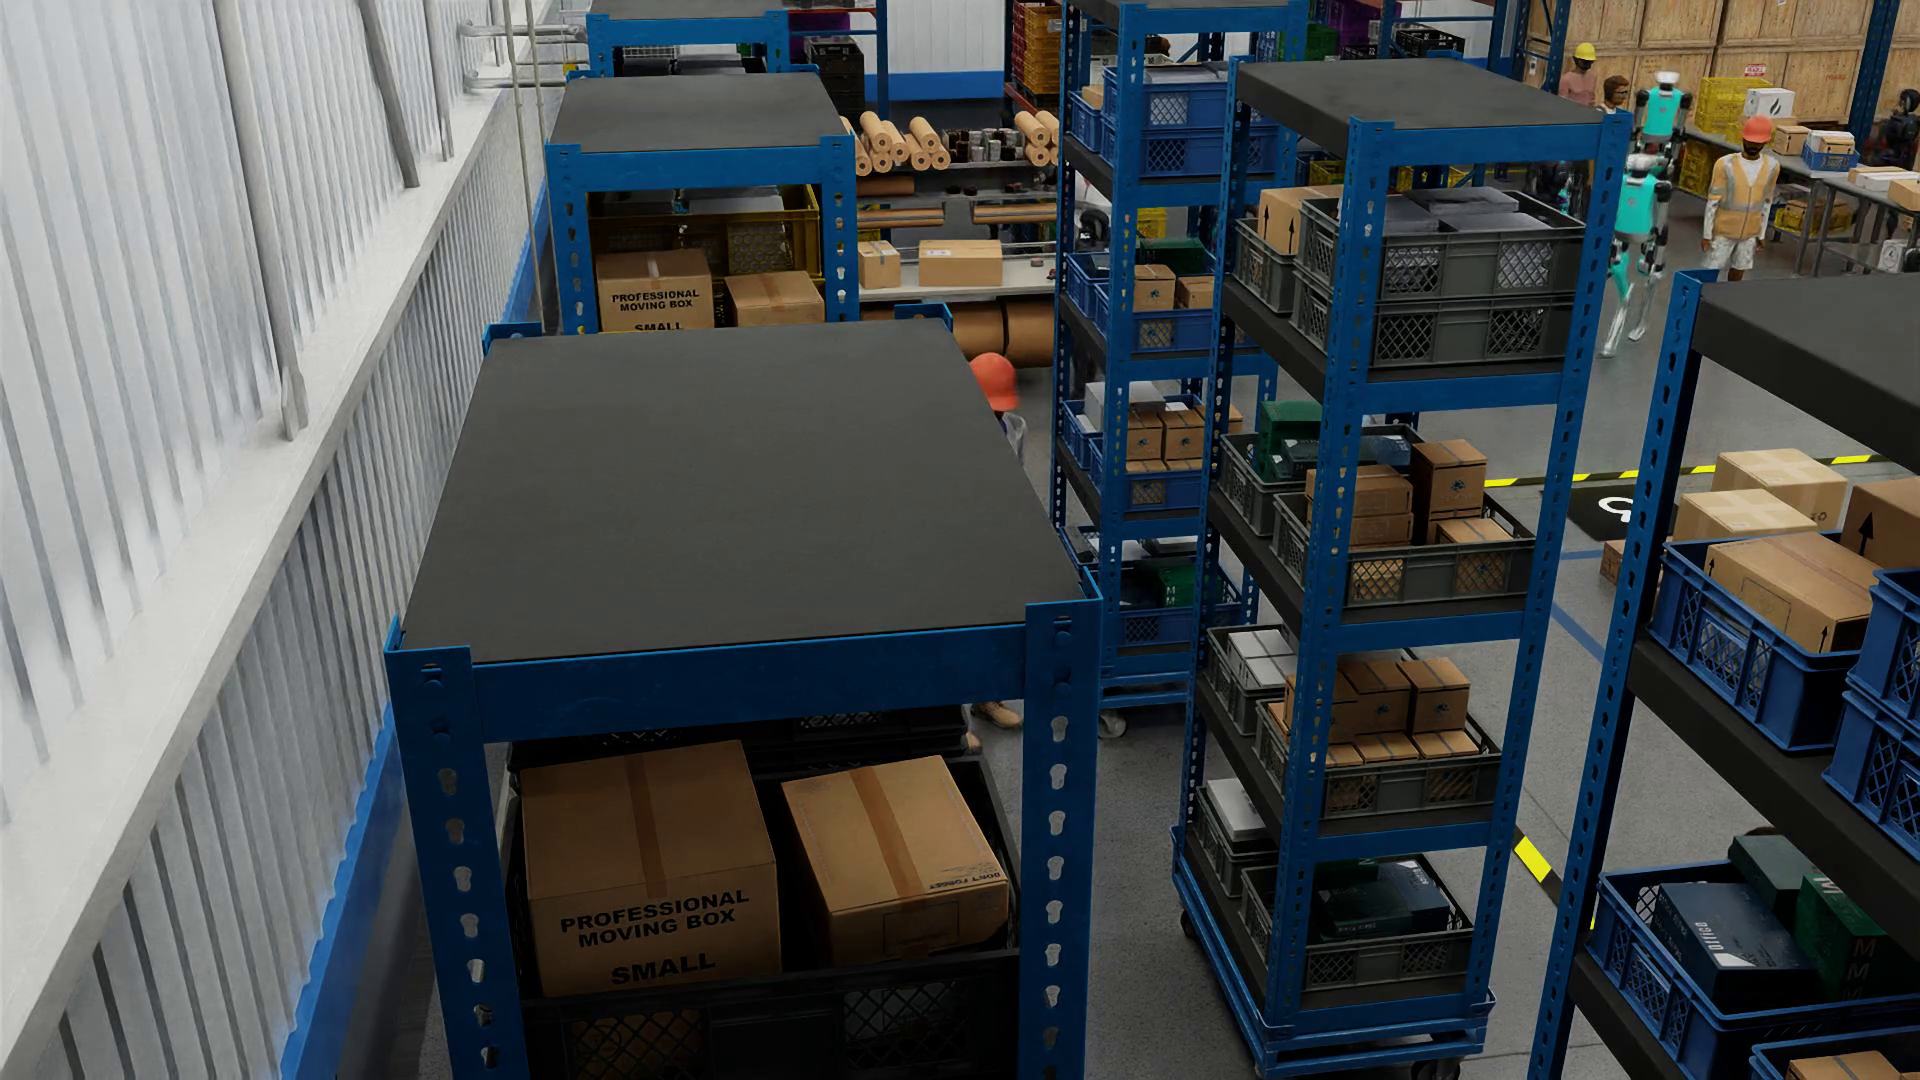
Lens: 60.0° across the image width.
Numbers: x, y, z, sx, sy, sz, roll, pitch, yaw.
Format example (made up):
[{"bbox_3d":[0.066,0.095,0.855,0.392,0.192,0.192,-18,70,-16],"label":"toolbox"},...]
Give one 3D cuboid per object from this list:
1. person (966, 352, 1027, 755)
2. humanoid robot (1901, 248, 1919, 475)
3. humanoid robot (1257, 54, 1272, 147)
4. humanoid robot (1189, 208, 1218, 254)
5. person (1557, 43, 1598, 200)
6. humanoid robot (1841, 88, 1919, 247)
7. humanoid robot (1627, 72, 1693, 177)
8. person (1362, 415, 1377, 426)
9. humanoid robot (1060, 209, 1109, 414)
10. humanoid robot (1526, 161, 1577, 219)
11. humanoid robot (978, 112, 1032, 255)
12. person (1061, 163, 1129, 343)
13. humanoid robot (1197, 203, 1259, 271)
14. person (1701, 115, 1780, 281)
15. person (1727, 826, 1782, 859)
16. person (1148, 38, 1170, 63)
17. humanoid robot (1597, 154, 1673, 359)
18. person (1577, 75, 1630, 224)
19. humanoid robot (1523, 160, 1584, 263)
[{"bbox_3d":[0.118,0.058,8.066,0.605,2.032,0.399,-22,32,-39],"label":"person"},{"bbox_3d":[6.620,-1.198,11.221,0.536,1.777,1.035,1,25,2],"label":"humanoid robot"},{"bbox_3d":[3.087,-4.437,18.211,1.049,1.732,0.542,-3,25,-7],"label":"humanoid robot"},{"bbox_3d":[2.071,-2.541,14.093,0.775,1.795,0.533,-5,25,-11],"label":"humanoid robot"},{"bbox_3d":[6.905,-4.685,18.700,0.521,1.762,0.335,-11,27,-23],"label":"person"},{"bbox_3d":[9.348,-3.753,16.823,0.616,1.633,0.730,-10,26,-20],"label":"humanoid robot"},{"bbox_3d":[7.126,-3.935,17.191,0.540,1.843,0.821,6,25,13],"label":"humanoid robot"},{"bbox_3d":[1.791,0.193,7.990,0.587,1.848,0.397,0,25,1],"label":"person"},{"bbox_3d":[0.894,-1.594,12.073,0.383,1.644,0.601,8,26,17],"label":"humanoid robot"},{"bbox_3d":[5.629,-3.191,15.511,0.535,1.745,0.958,-11,27,-22],"label":"humanoid robot"},{"bbox_3d":[0.423,-3.152,15.490,0.585,1.629,0.717,-4,25,-10],"label":"humanoid robot"},{"bbox_3d":[1.103,-2.496,13.751,0.598,1.917,0.379,15,29,30],"label":"person"},{"bbox_3d":[2.140,-2.222,13.443,0.608,1.648,0.454,16,29,30],"label":"humanoid robot"},{"bbox_3d":[6.502,-2.585,13.925,0.546,1.933,0.372,0,25,1],"label":"person"},{"bbox_3d":[2.170,1.632,4.844,0.333,1.864,0.517,20,32,37],"label":"person"},{"bbox_3d":[2.159,-4.680,18.609,0.430,1.833,0.622,8,26,17],"label":"person"},{"bbox_3d":[5.599,-2.336,13.692,0.541,1.761,1.030,20,31,36],"label":"humanoid robot"},{"bbox_3d":[6.255,-3.617,16.293,0.339,1.836,0.500,21,32,37],"label":"person"},{"bbox_3d":[5.243,-2.931,14.985,0.584,1.640,0.526,-5,25,-10],"label":"humanoid robot"}]
